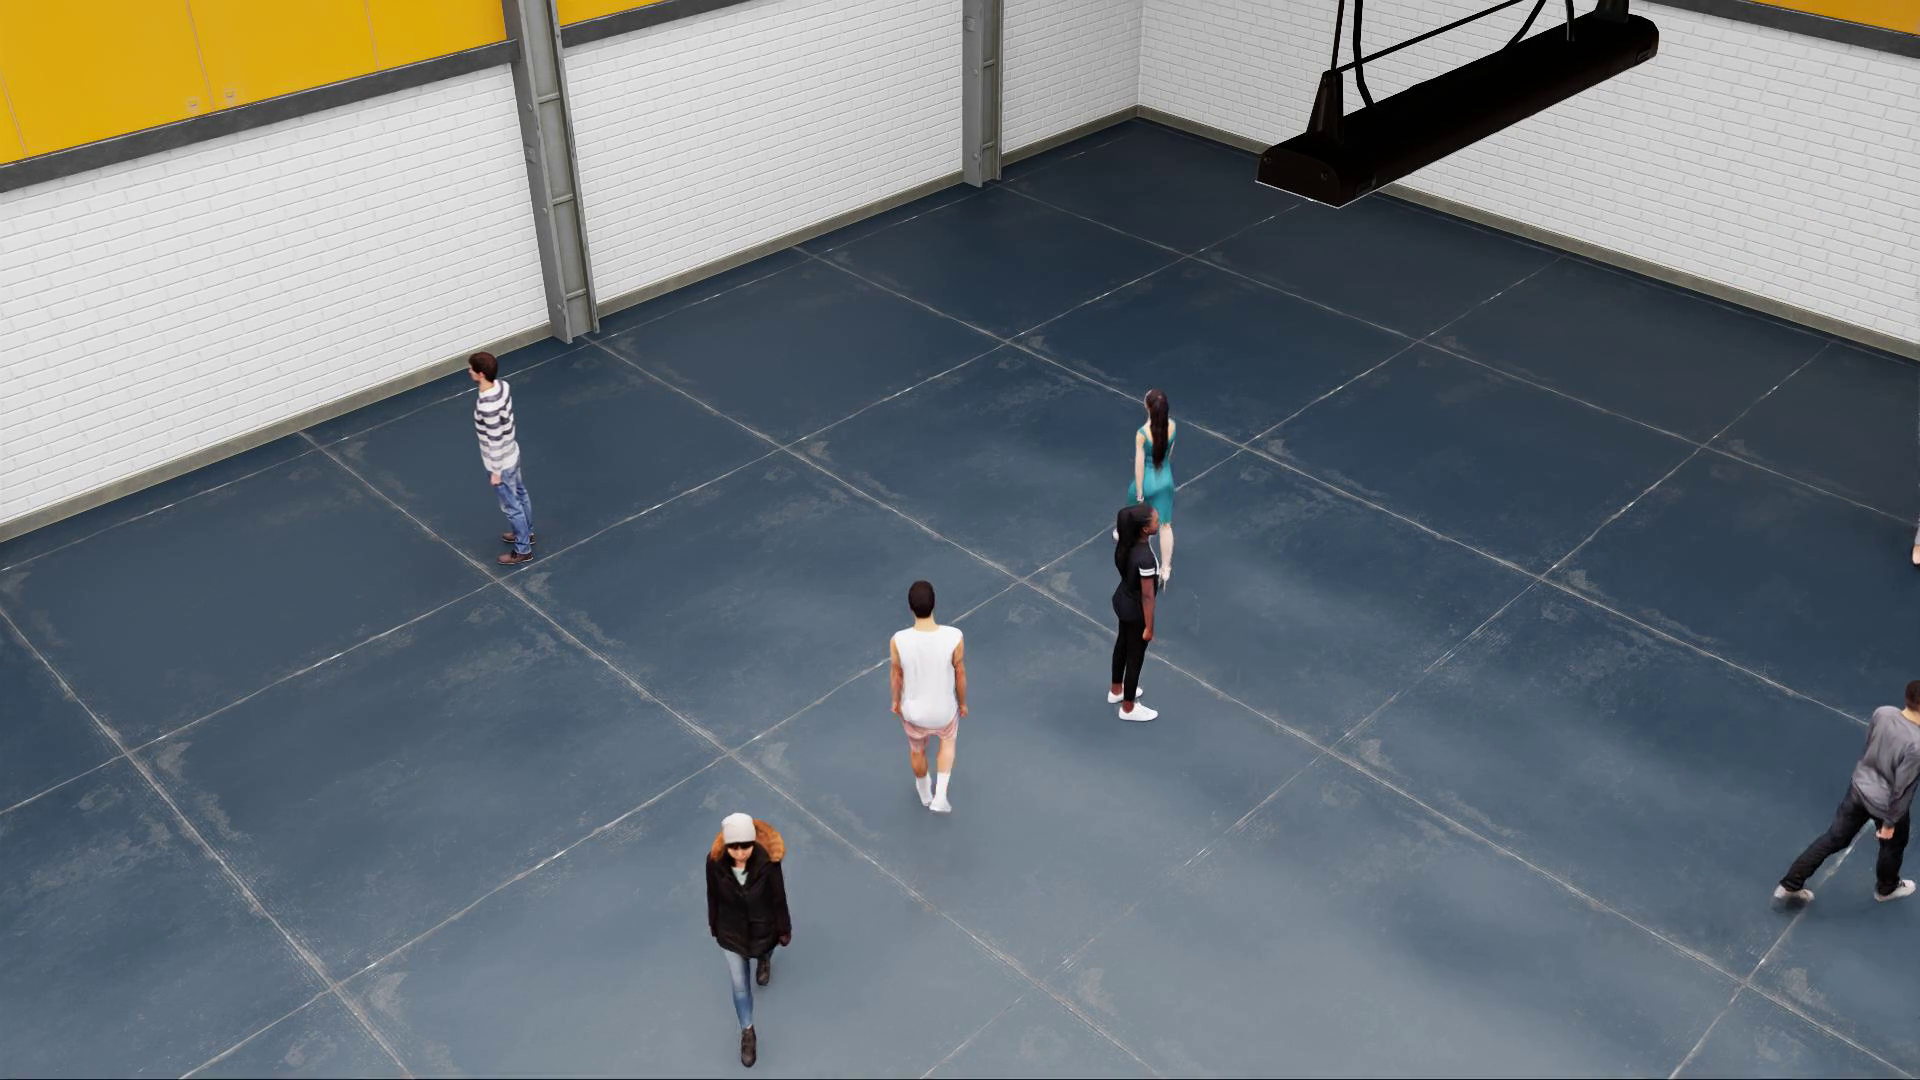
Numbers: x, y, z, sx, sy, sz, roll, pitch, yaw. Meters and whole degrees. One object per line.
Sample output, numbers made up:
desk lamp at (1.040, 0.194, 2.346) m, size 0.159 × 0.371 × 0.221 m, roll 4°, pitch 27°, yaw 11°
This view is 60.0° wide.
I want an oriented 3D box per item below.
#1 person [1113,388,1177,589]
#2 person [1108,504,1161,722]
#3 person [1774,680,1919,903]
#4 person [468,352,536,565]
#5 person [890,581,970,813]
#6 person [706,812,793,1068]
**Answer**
person at (1.559, -0.378, 13.053) m, size 1.046 × 1.638 × 0.864 m, roll -13°, pitch 36°, yaw -19°
person at (1.235, 0.487, 11.670) m, size 0.714 × 1.728 × 0.698 m, roll -9°, pitch 35°, yaw -13°
person at (5.453, 1.581, 10.035) m, size 1.243 × 1.716 × 1.039 m, roll -7°, pitch 34°, yaw -10°
person at (-3.651, -0.671, 13.298) m, size 0.769 × 1.854 × 0.715 m, roll -1°, pitch 34°, yaw -1°
person at (-0.204, 1.090, 10.720) m, size 0.892 × 1.775 × 0.952 m, roll 0°, pitch 34°, yaw 0°
person at (-1.176, 2.099, 9.358) m, size 1.066 × 1.602 × 1.080 m, roll -3°, pitch 34°, yaw -5°
